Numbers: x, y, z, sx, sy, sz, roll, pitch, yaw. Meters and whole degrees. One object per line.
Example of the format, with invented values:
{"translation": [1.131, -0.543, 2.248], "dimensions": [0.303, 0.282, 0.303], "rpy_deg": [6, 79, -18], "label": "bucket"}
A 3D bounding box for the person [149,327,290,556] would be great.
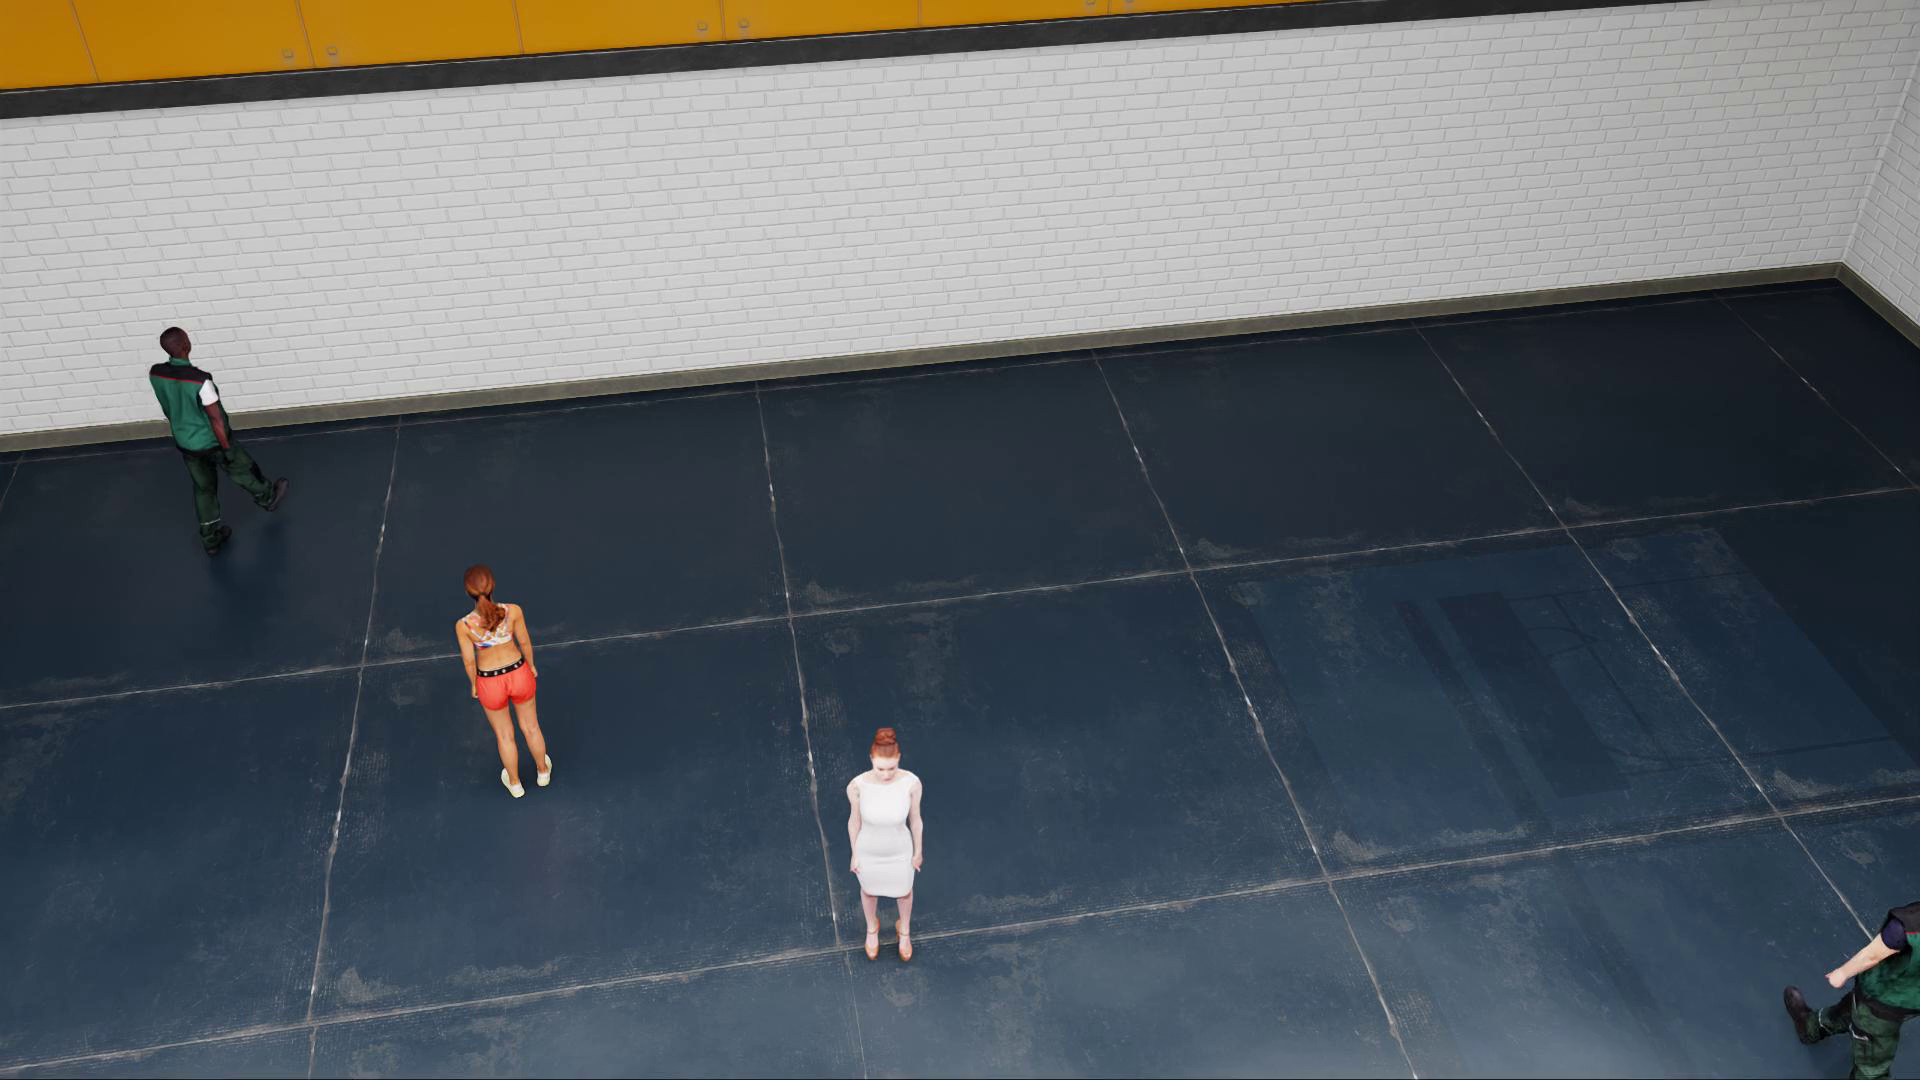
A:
{"translation": [-5.575, -0.686, 12.154], "dimensions": [1.019, 1.800, 1.214], "rpy_deg": [11, 40, 13], "label": "person"}

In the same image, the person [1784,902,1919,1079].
{"translation": [4.735, 2.338, 8.316], "dimensions": [0.796, 1.863, 1.153], "rpy_deg": [-12, 40, -14], "label": "person"}

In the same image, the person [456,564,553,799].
{"translation": [-2.797, 0.871, 10.212], "dimensions": [0.632, 1.791, 0.646], "rpy_deg": [-17, 42, -20], "label": "person"}

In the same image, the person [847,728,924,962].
{"translation": [-0.408, 1.699, 9.172], "dimensions": [0.578, 1.794, 0.522], "rpy_deg": [-2, 39, -2], "label": "person"}
